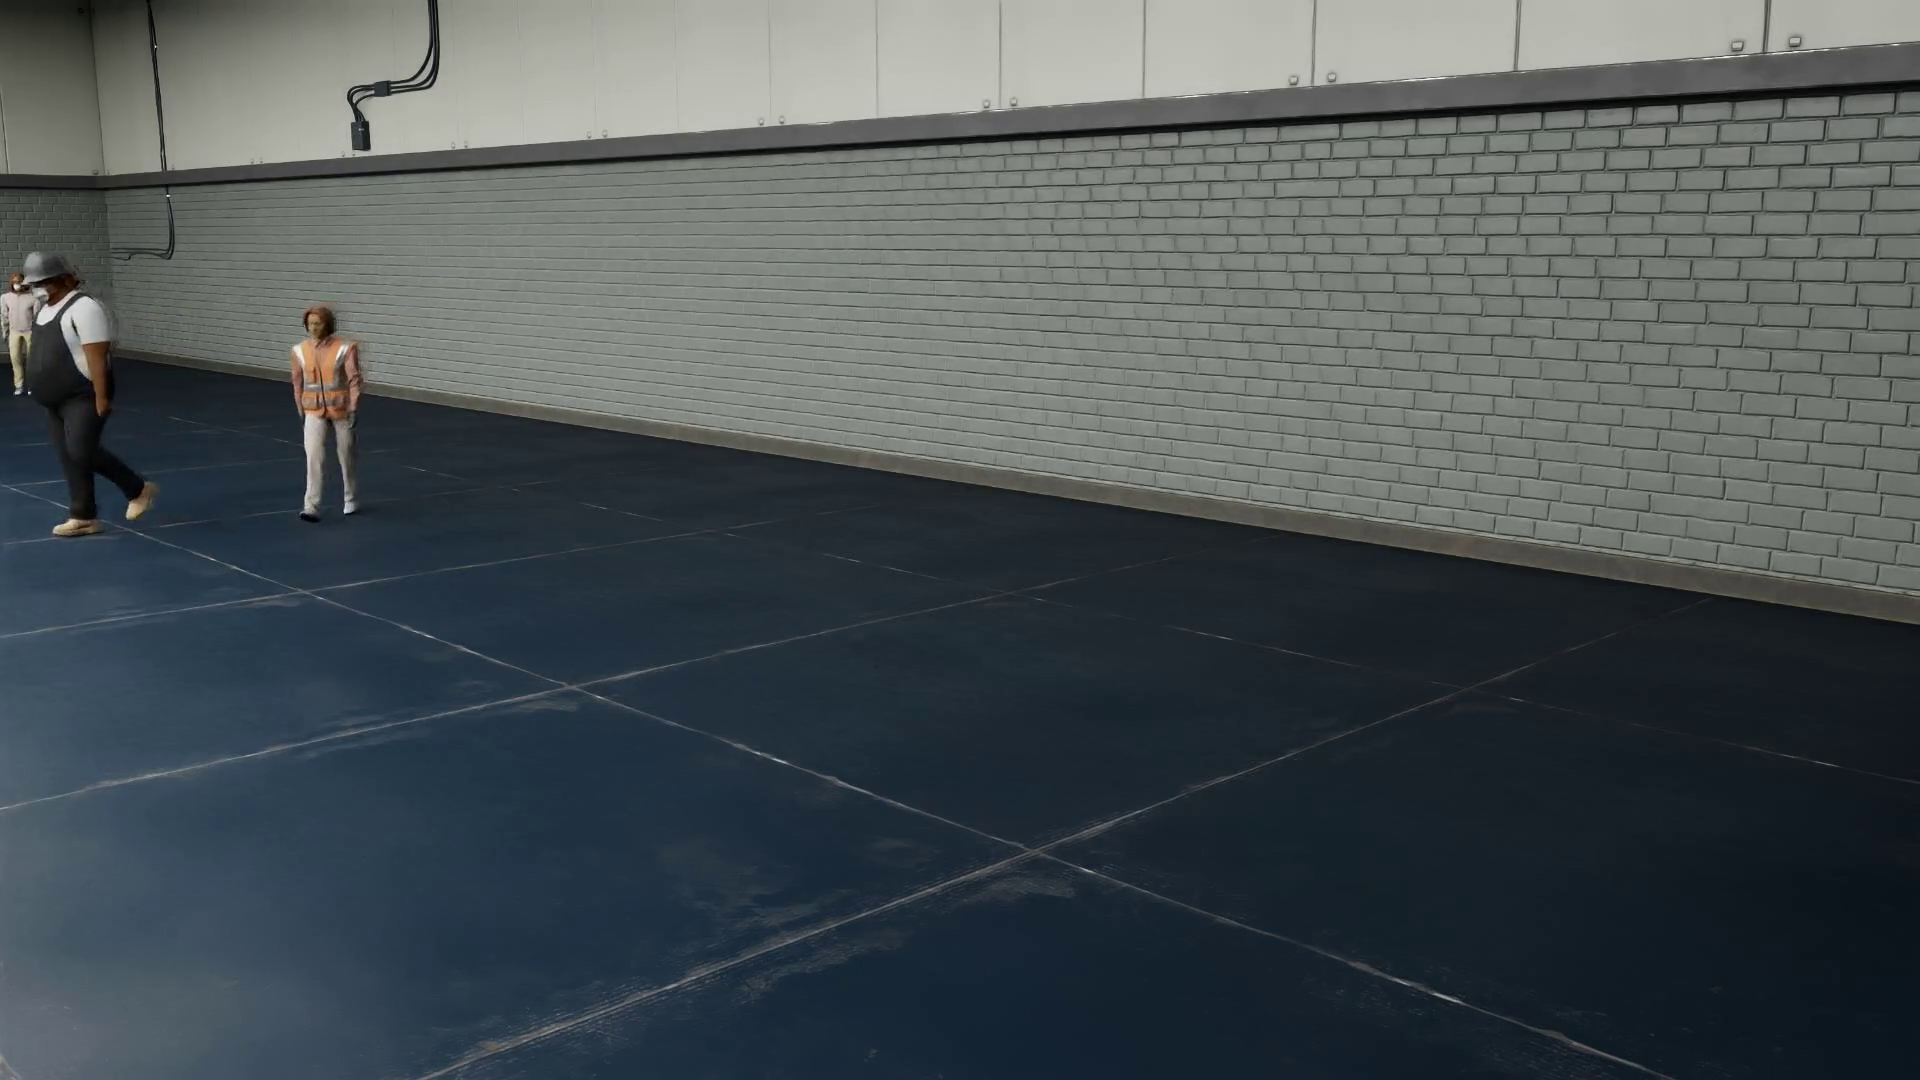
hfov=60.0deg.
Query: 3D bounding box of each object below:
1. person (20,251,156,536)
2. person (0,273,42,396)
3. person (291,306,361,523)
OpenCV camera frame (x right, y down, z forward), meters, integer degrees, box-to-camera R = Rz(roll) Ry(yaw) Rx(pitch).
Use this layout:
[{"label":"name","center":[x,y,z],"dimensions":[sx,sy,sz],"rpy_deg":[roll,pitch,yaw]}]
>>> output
[{"label":"person","center":[-6.239,-1.030,11.762],"dimensions":[0.726,2.000,0.653],"rpy_deg":[7,12,33]},{"label":"person","center":[-12.337,-2.698,21.882],"dimensions":[0.530,1.607,0.645],"rpy_deg":[-4,11,-19]},{"label":"person","center":[-4.694,-0.932,12.347],"dimensions":[0.514,1.582,0.897],"rpy_deg":[-1,10,-5]}]
